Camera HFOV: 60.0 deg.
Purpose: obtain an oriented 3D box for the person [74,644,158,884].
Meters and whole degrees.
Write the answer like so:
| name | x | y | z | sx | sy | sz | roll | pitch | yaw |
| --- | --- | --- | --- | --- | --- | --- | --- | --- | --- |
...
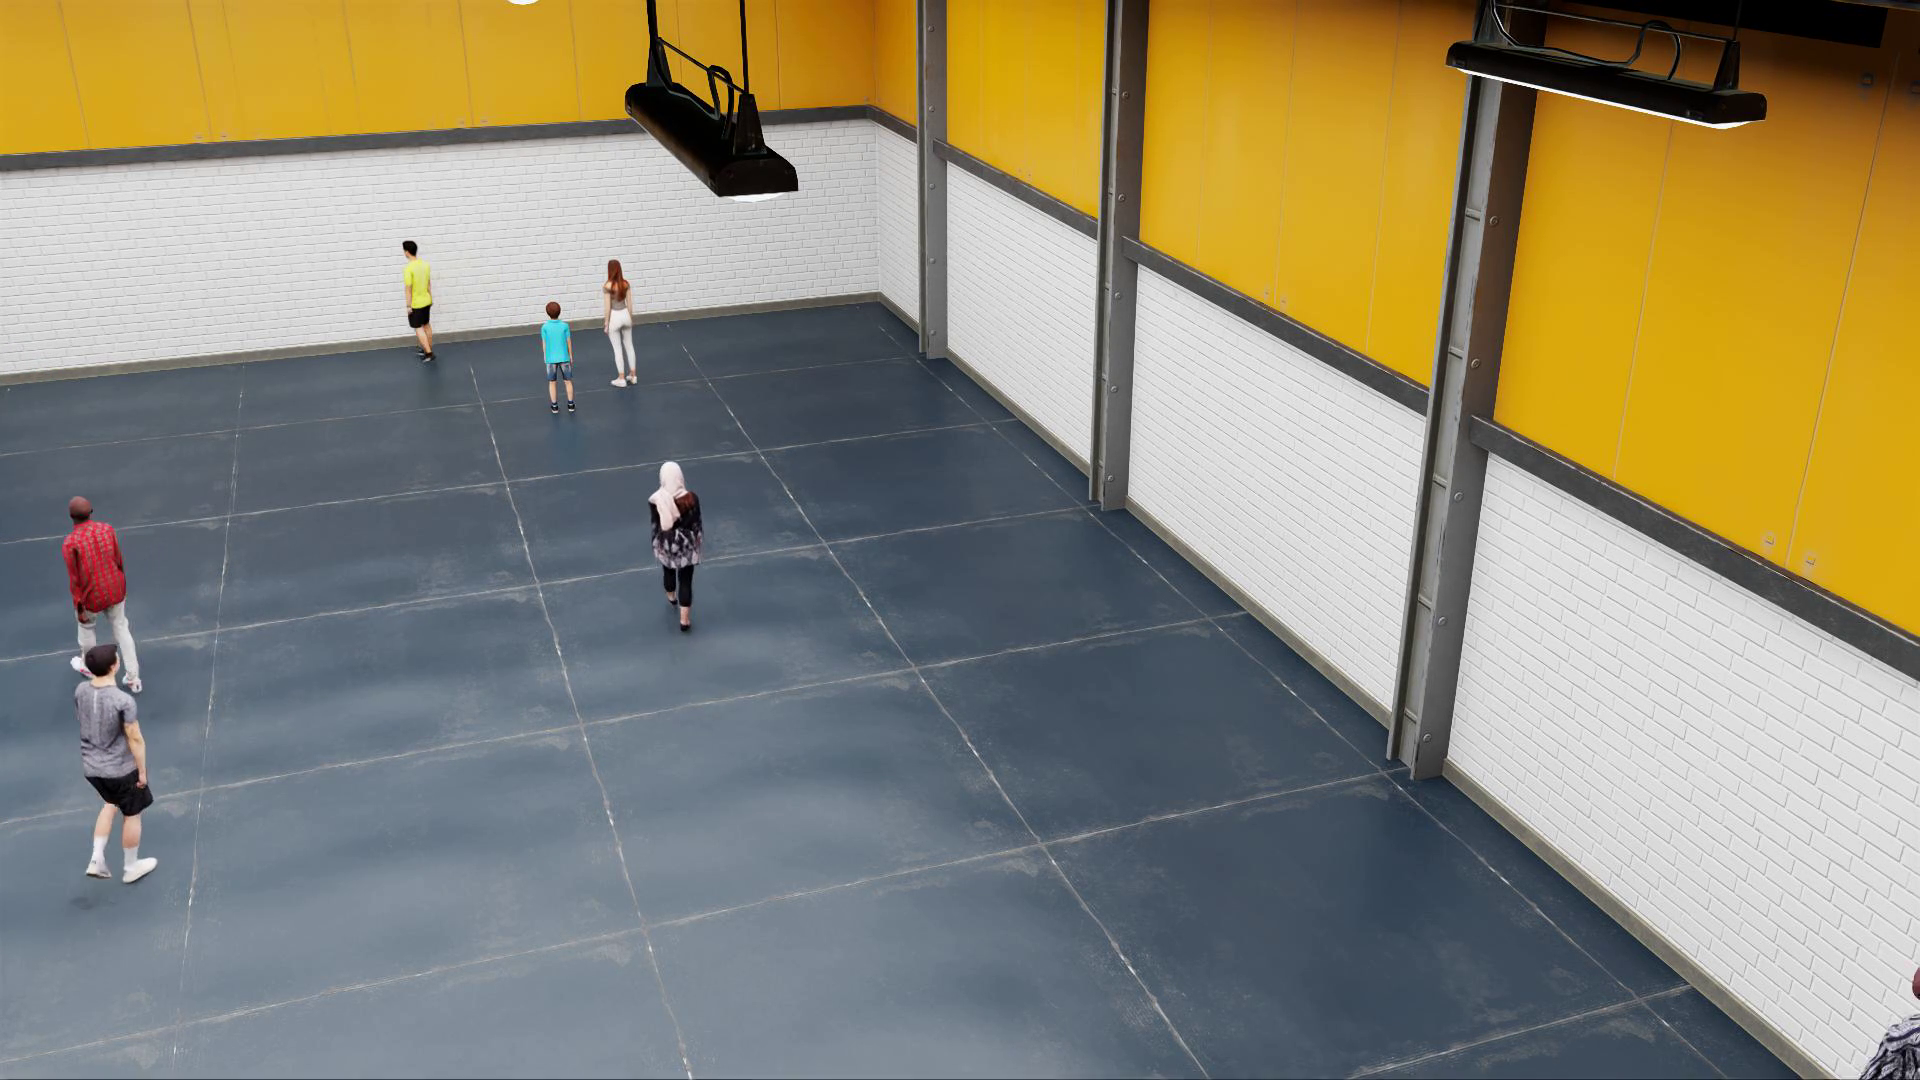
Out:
| name | x | y | z | sx | sy | sz | roll | pitch | yaw |
| --- | --- | --- | --- | --- | --- | --- | --- | --- | --- |
| person | -6.056 | 1.634 | 11.759 | 0.900 | 1.843 | 0.963 | 6 | 24 | 14 |

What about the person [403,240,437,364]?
| name | x | y | z | sx | sy | sz | roll | pitch | yaw |
| --- | --- | --- | --- | --- | --- | --- | --- | --- | --- |
| person | -7.575 | -3.367 | 23.356 | 0.892 | 1.718 | 0.831 | 11 | 26 | 24 |

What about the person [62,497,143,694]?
| name | x | y | z | sx | sy | sz | roll | pitch | yaw |
| --- | --- | --- | --- | --- | --- | --- | --- | --- | --- |
| person | -7.402 | 0.498 | 14.421 | 1.176 | 1.792 | 1.029 | 16 | 28 | 33 |

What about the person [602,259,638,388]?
| name | x | y | z | sx | sy | sz | roll | pitch | yaw |
| --- | --- | --- | --- | --- | --- | --- | --- | --- | --- |
| person | -4.572 | -2.920 | 22.325 | 0.667 | 1.724 | 0.649 | -21 | 31 | -40 |

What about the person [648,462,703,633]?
| name | x | y | z | sx | sy | sz | roll | pitch | yaw |
| --- | --- | --- | --- | --- | --- | --- | --- | --- | --- |
| person | -2.639 | 0.091 | 15.589 | 0.775 | 1.603 | 1.071 | -3 | 24 | -7 |

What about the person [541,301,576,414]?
| name | x | y | z | sx | sy | sz | roll | pitch | yaw |
| --- | --- | --- | --- | --- | --- | --- | --- | --- | --- |
| person | -5.179 | -2.360 | 21.389 | 0.508 | 1.448 | 0.479 | -8 | 25 | -17 |
